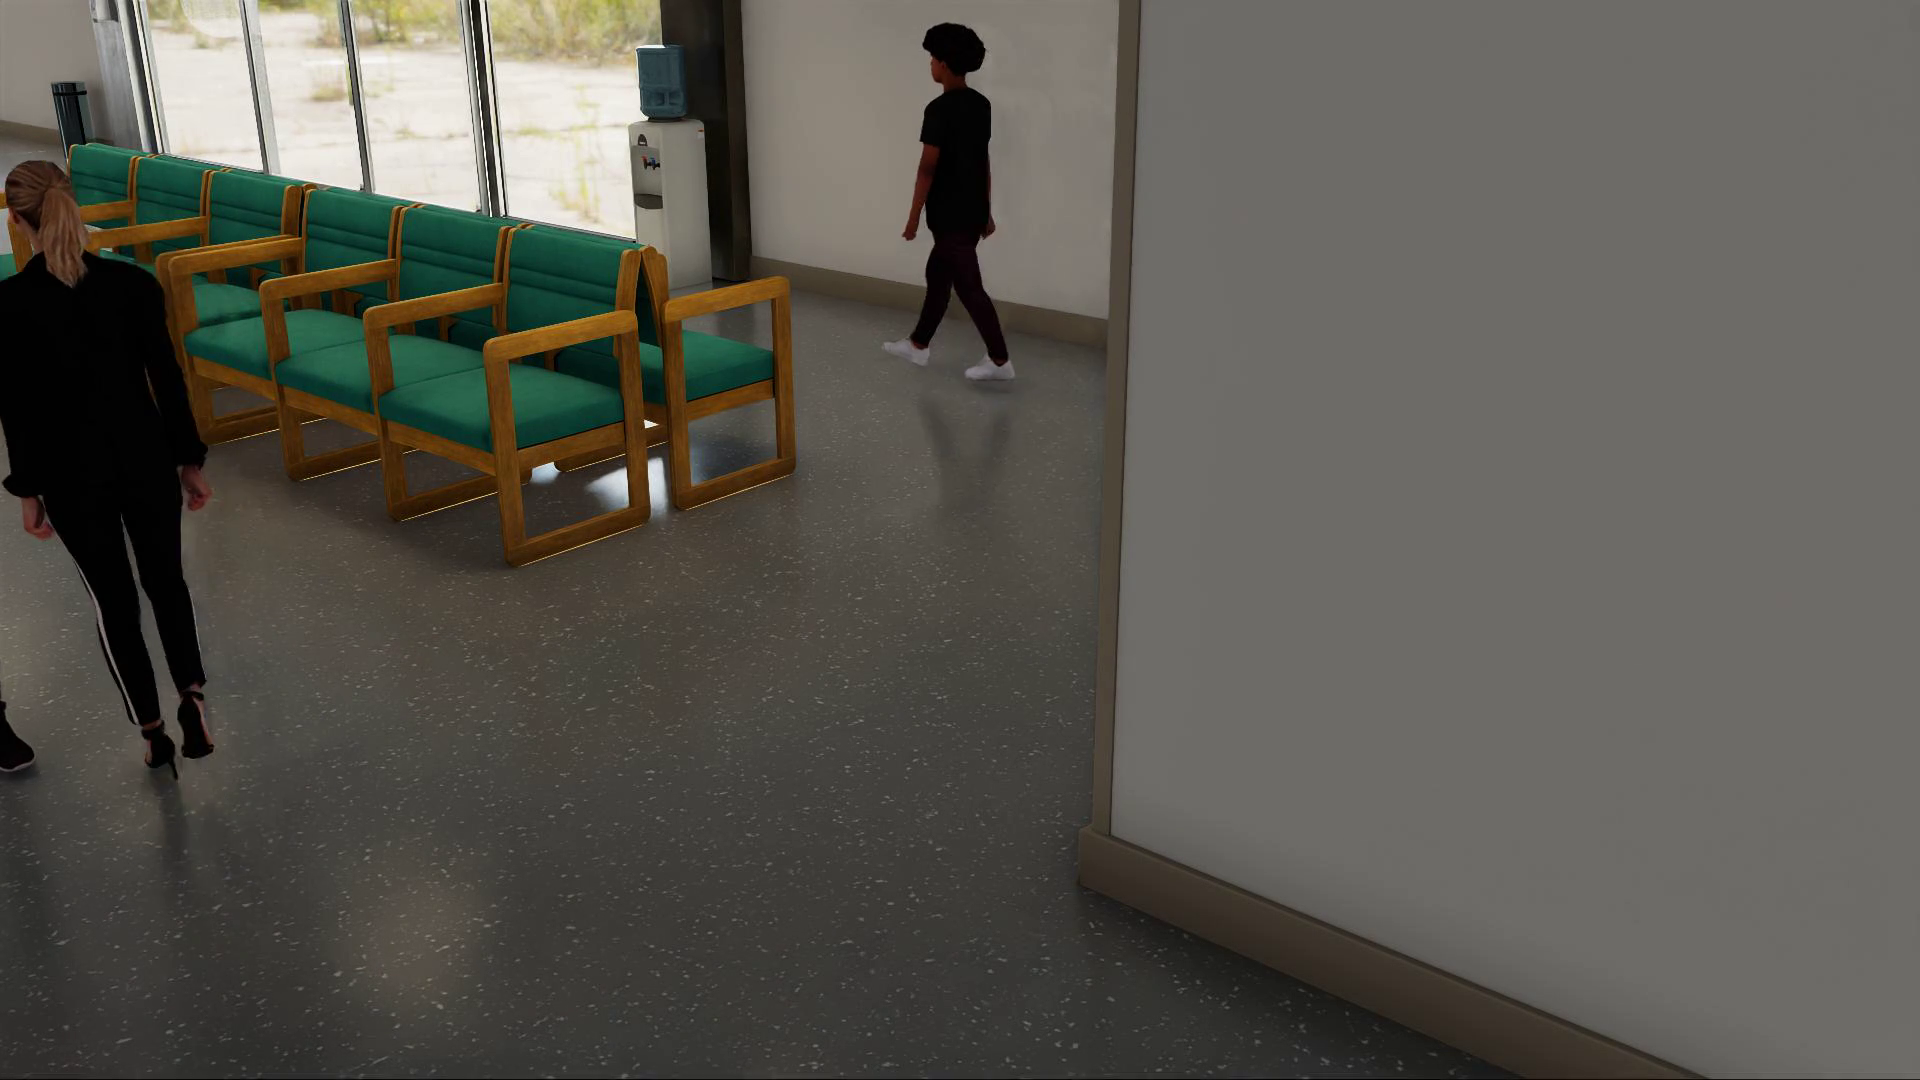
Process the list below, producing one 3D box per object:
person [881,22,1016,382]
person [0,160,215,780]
[{"bbox_3d":[0.044,-1.627,8.280,0.824,1.743,1.065,12,24,28],"label":"person"},{"bbox_3d":[-2.202,-0.120,4.374,0.700,1.692,0.777,-18,27,-39],"label":"person"}]
